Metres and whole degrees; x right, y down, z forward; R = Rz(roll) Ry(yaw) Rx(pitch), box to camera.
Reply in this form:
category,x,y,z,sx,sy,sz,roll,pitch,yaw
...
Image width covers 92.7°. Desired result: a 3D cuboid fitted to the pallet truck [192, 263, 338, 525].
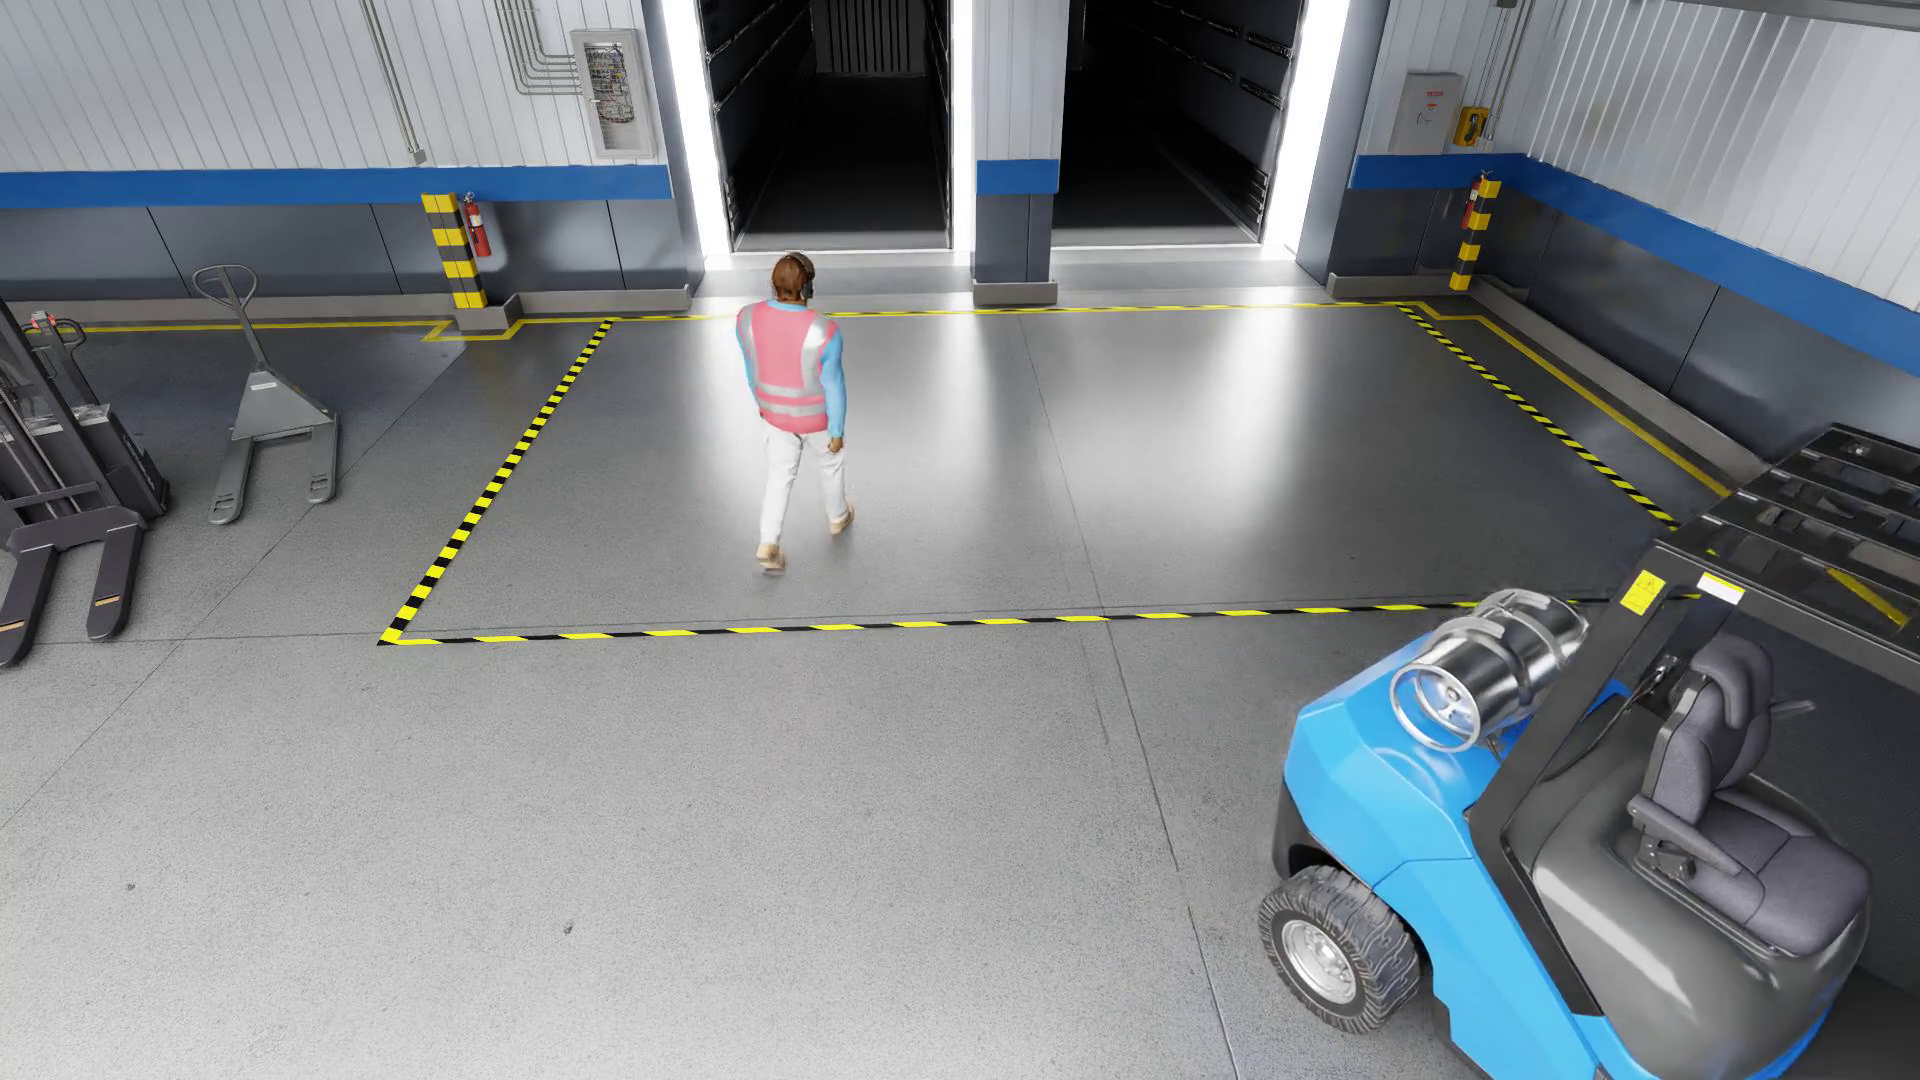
category,x,y,z,sx,sy,sz,roll,pitch,yaw
pallet truck,-4.778,-1.027,6.128,0.680,1.201,1.601,-17,38,-23

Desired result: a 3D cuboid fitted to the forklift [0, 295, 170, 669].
category,x,y,z,sx,sy,sz,roll,pitch,yaw
forklift,-5.212,-0.618,4.878,0.823,1.965,1.885,-20,39,-26

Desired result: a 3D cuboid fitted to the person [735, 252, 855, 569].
category,x,y,z,sx,sy,sz,roll,pitch,yaw
person,-0.920,-0.688,5.149,0.627,1.805,0.911,8,36,12

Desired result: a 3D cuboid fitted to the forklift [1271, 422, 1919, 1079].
category,x,y,z,sx,sy,sz,roll,pitch,yaw
forklift,2.262,0.914,2.367,1.157,2.036,2.680,-21,40,-27
